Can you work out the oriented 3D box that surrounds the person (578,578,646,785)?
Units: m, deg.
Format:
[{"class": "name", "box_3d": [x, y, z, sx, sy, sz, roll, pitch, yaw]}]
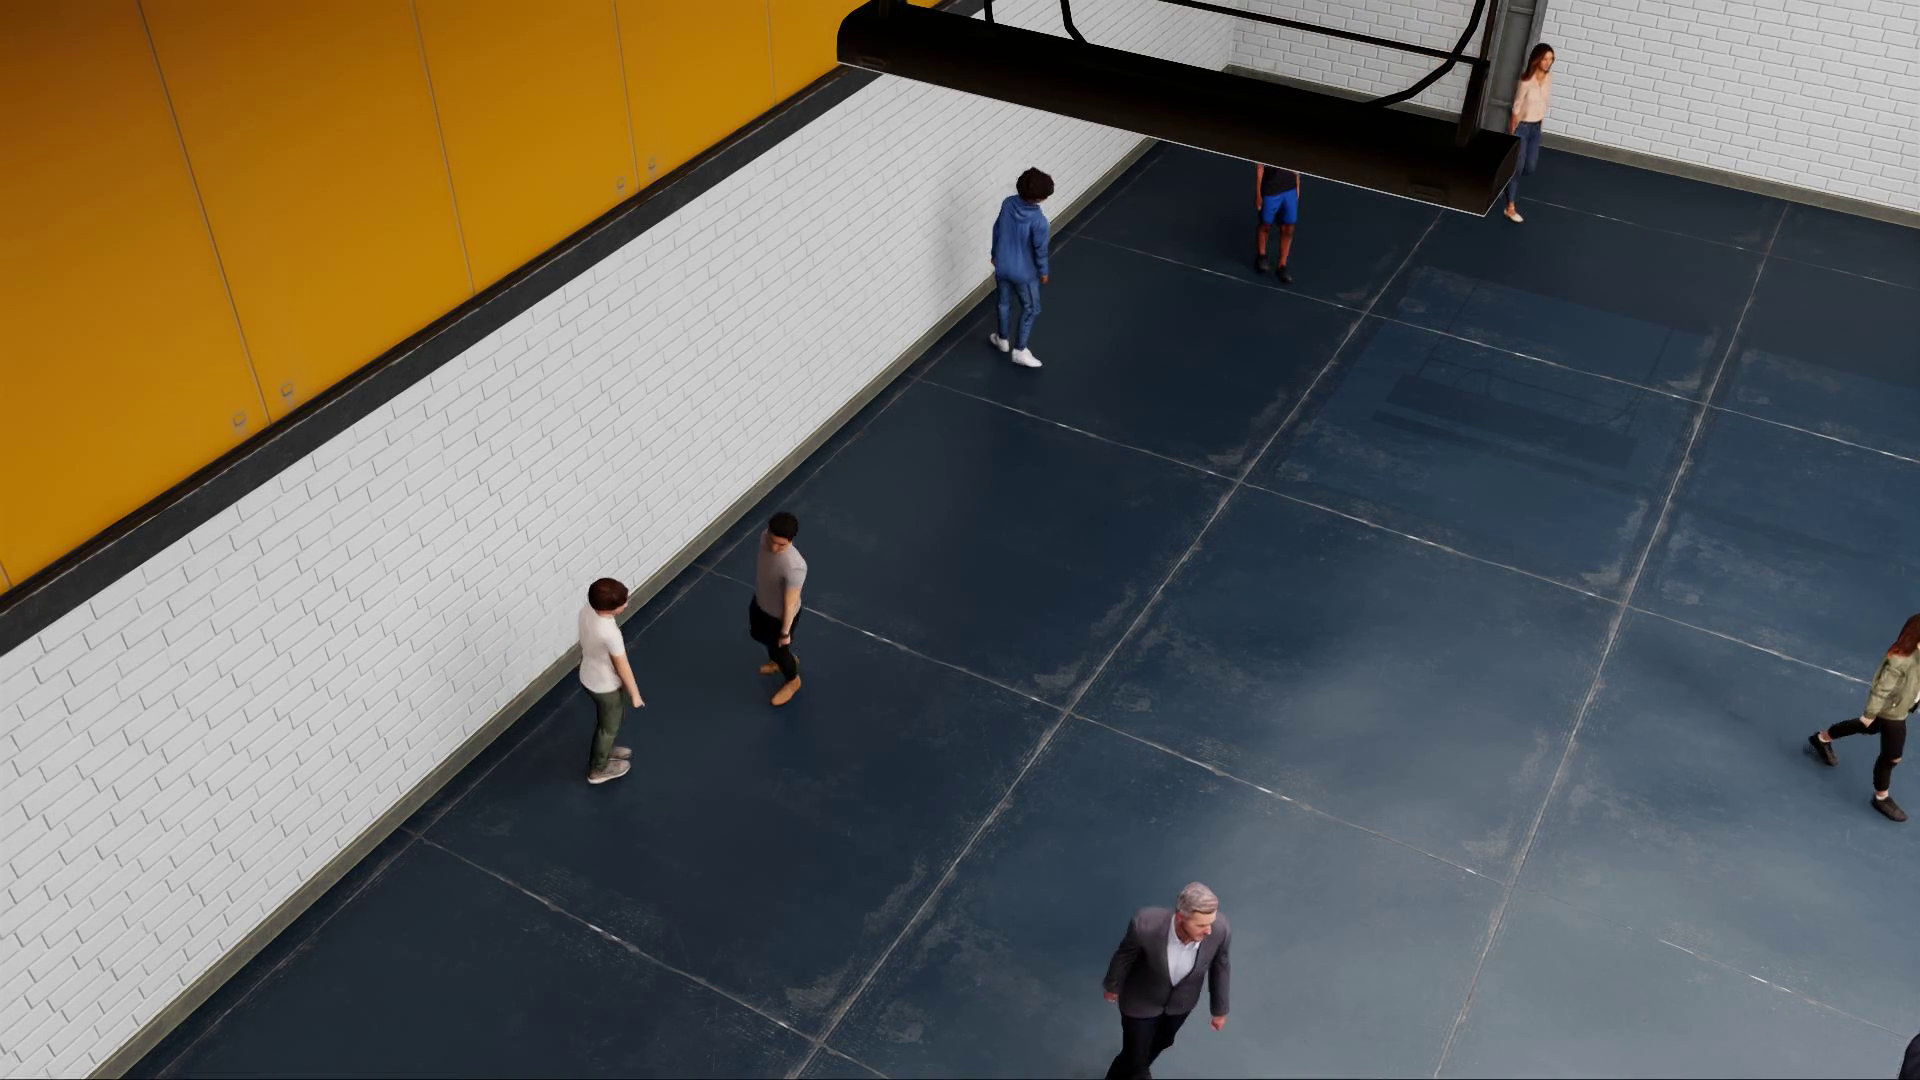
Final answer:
[{"class": "person", "box_3d": [-2.240, 0.885, 10.243, 0.786, 1.619, 0.729, -31, 48, -32]}]

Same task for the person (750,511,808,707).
[{"class": "person", "box_3d": [-1.165, 0.414, 10.797, 0.888, 1.663, 0.735, -11, 40, -13]}]

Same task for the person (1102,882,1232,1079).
[{"class": "person", "box_3d": [0.977, 2.252, 8.385, 0.869, 1.801, 0.947, 1, 39, 1]}]

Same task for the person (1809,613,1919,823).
[{"class": "person", "box_3d": [5.693, 0.984, 10.257, 0.822, 1.446, 1.058, -25, 45, -28]}]

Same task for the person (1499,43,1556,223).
[{"class": "person", "box_3d": [5.464, -4.009, 16.242, 0.859, 1.779, 0.945, -14, 41, -17]}]

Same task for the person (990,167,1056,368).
[{"class": "person", "box_3d": [0.447, -2.368, 14.178, 0.590, 1.791, 0.917, 16, 41, 19]}]

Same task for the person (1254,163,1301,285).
[{"class": "person", "box_3d": [2.896, -3.288, 15.343, 0.901, 1.774, 0.944, -6, 39, -8]}]
